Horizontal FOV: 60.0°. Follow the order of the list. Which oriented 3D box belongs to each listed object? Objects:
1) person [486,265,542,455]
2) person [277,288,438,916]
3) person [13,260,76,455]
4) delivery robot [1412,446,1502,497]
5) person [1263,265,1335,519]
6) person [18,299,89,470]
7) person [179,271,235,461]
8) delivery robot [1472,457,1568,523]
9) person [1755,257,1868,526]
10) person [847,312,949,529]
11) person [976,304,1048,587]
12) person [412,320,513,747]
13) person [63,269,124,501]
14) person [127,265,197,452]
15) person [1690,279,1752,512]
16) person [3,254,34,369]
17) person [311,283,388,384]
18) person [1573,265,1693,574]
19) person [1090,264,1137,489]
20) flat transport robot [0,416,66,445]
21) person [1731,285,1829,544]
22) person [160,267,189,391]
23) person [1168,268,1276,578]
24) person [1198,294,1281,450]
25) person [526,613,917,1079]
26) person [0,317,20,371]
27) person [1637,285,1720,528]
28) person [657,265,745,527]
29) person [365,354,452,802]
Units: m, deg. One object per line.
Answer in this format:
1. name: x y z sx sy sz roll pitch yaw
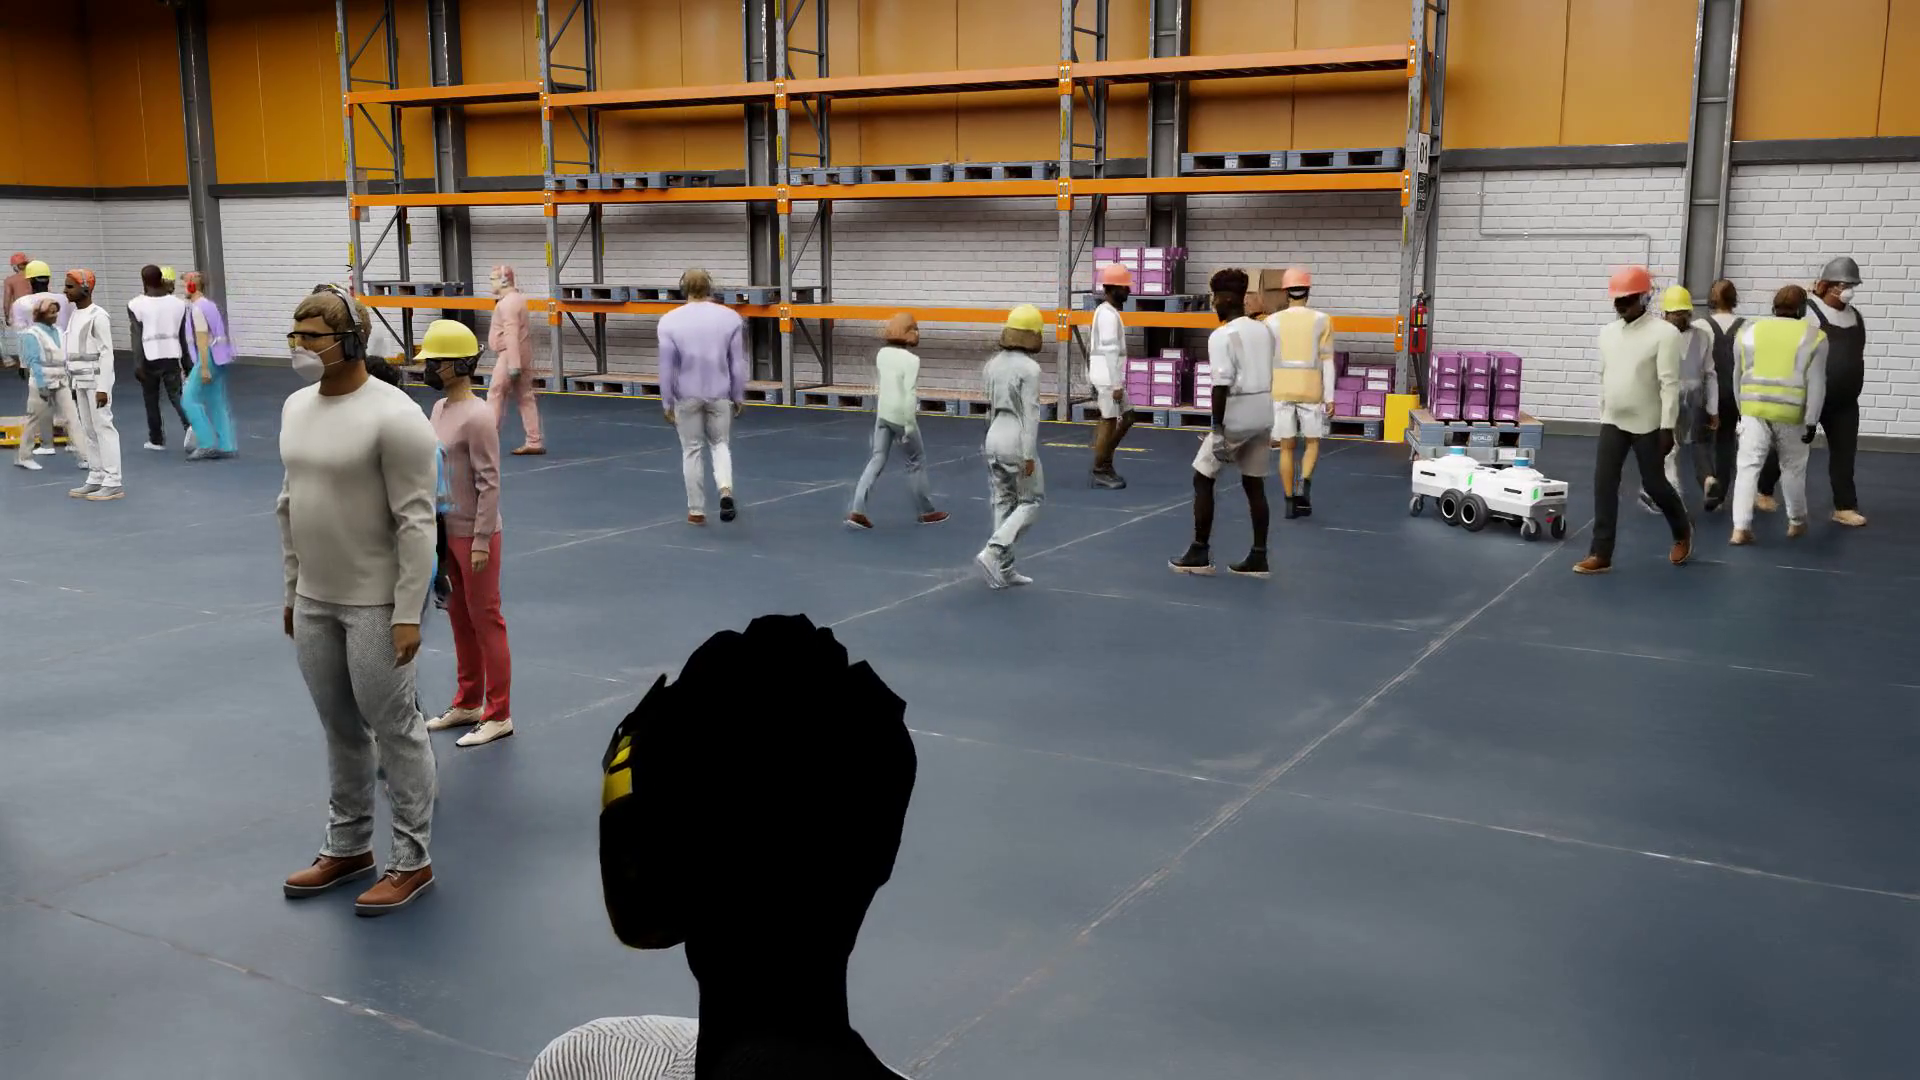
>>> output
1. person: -4.553 -1.752 16.366 0.862 1.873 0.680 -1 10 -6
2. person: -1.886 0.194 5.184 0.627 1.941 0.370 6 12 30
3. person: -9.057 -1.802 16.517 0.364 1.928 0.587 8 12 37
4. delivery robot: 3.752 -0.467 12.579 0.477 0.478 0.707 -4 11 -23
5. person: 2.552 -1.107 12.588 0.567 1.923 0.477 3 10 16
6. person: -8.380 -1.422 15.318 0.875 1.588 0.535 2 10 11
7. person: -7.347 -1.675 16.082 0.574 1.821 0.584 -2 10 -12
8. delivery robot: 4.003 -0.347 11.901 0.477 0.478 0.707 -4 11 -23
9. person: 6.484 -1.170 12.619 0.690 2.000 0.944 -2 10 -10
10. person: -0.472 -0.873 12.218 0.871 1.589 0.513 -9 14 -42
11. person: 0.303 -0.542 9.957 0.474 1.725 0.504 -7 12 -36
12. person: -2.084 -0.029 6.939 0.311 1.769 0.525 -9 13 -40
13. person: -7.112 -1.265 13.604 0.573 1.883 0.355 9 13 40
14. person: -8.029 -1.826 16.778 0.855 1.892 0.601 8 13 40
15. person: 5.840 -1.087 12.782 0.527 1.822 0.644 2 10 14
16. person: -15.578 -3.777 27.710 1.044 1.935 0.622 9 14 42
17. person: -4.006 -0.790 11.102 0.620 1.837 0.417 -2 10 -11
18. person: 4.343 -0.766 10.577 0.915 1.957 0.637 -6 12 -31
19. person: 1.310 -1.375 14.121 0.436 1.916 0.565 1 10 5
20. flat transport robot: -9.901 -1.177 17.670 0.652 0.197 1.431 -7 12 -34
21. person: 5.728 -0.877 11.654 0.633 1.792 0.968 8 13 38
22. person: -10.668 -2.764 22.338 0.840 1.801 0.590 8 13 38
23. person: 1.667 -0.731 10.447 0.616 1.926 0.736 -8 13 -39
24. person: 2.916 -1.702 16.925 0.892 1.584 0.504 5 11 24
25. person: -0.128 0.952 1.087 0.507 1.872 0.329 6 12 30
26. person: -15.980 -3.669 27.289 0.645 1.877 1.072 3 10 14
27. person: 5.349 -1.018 12.504 0.625 1.785 0.919 -1 10 -6
28. person: -1.883 -1.032 12.155 0.645 1.929 0.536 -4 11 -22
29. person: -2.232 0.137 6.263 0.751 1.658 0.531 7 12 35
